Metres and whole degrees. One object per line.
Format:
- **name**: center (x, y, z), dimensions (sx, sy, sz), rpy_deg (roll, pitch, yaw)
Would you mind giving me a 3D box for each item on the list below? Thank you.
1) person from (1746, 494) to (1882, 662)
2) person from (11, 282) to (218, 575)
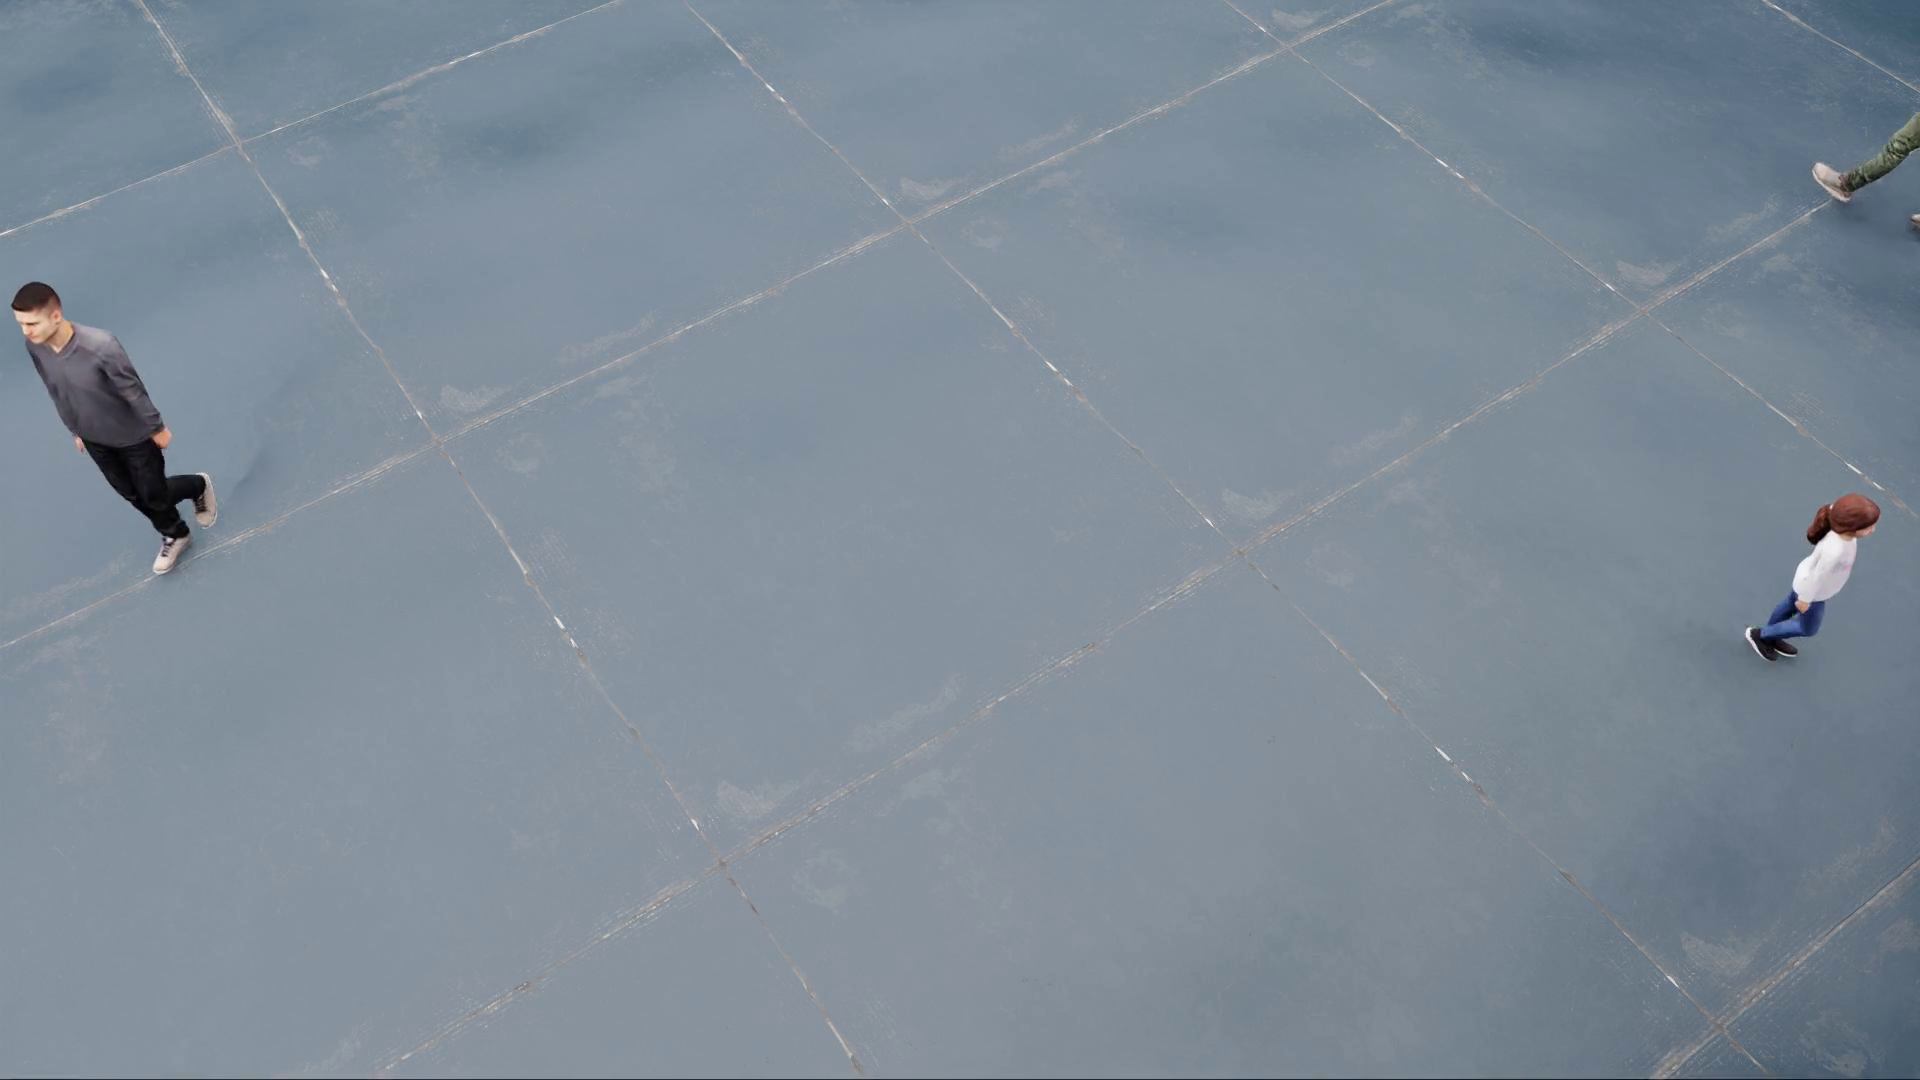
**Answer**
- **person**: center (3.853, 0.158, 7.589), dimensions (0.560, 1.108, 0.522), rpy_deg (28, 57, 20)
- **person**: center (-3.887, -0.568, 7.745), dimensions (0.828, 1.750, 0.888), rpy_deg (8, 53, 6)
